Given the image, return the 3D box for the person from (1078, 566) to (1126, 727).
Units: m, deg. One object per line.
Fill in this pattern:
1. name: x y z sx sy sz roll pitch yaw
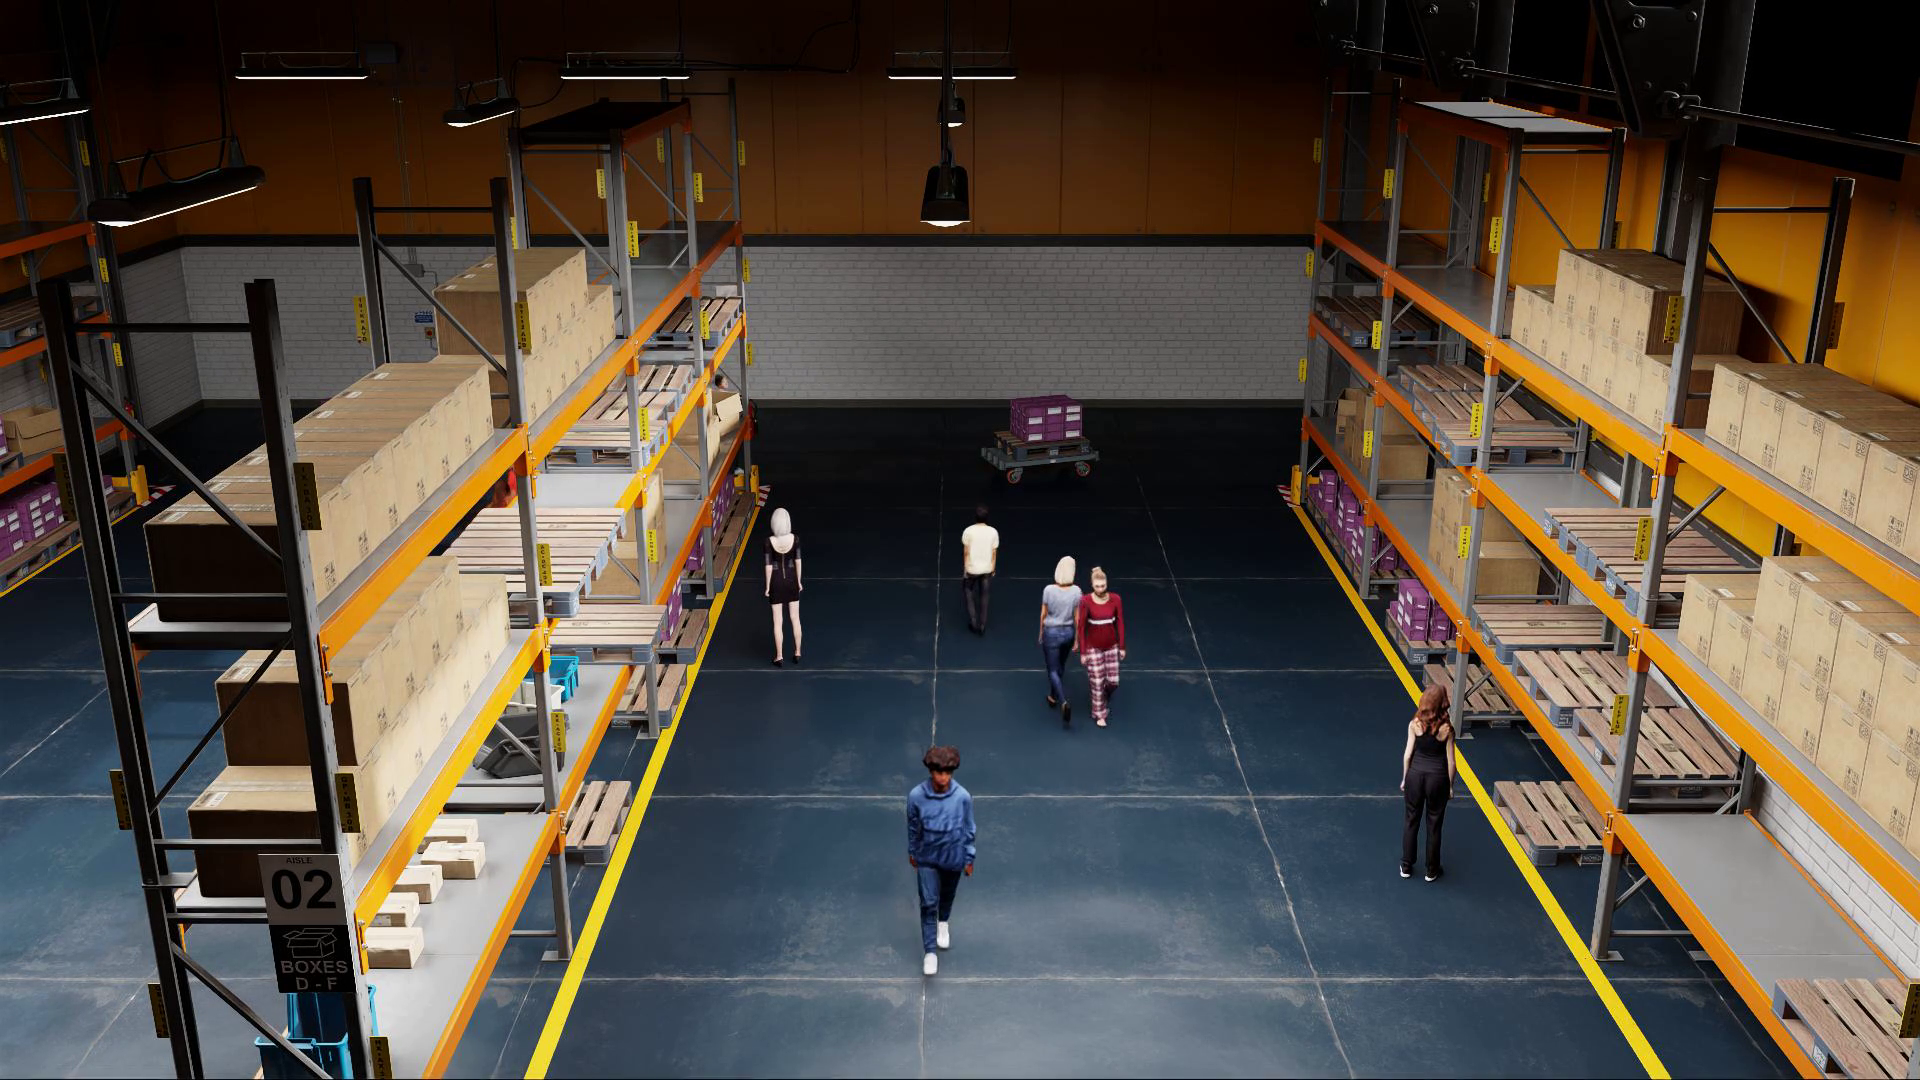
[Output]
1. person: 1.420 1.063 16.908 0.687 1.692 0.685 -3 19 -9

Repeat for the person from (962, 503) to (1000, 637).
1. person: 0.235 0.368 19.159 0.641 1.573 0.639 -3 19 -10

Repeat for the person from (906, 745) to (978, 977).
1. person: -0.161 2.381 12.860 0.737 1.778 1.086 -1 19 -4

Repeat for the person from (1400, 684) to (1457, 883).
1. person: 3.917 2.025 13.966 0.656 1.746 0.634 8 20 22

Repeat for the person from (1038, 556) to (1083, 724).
1. person: 1.031 1.032 16.999 0.731 1.693 1.075 -5 19 -13

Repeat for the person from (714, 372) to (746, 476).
1. person: -3.704 -1.751 25.370 0.878 1.623 0.893 12 22 31

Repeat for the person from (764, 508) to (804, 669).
1. person: -1.941 0.513 18.324 0.645 1.830 0.628 -8 20 -22
